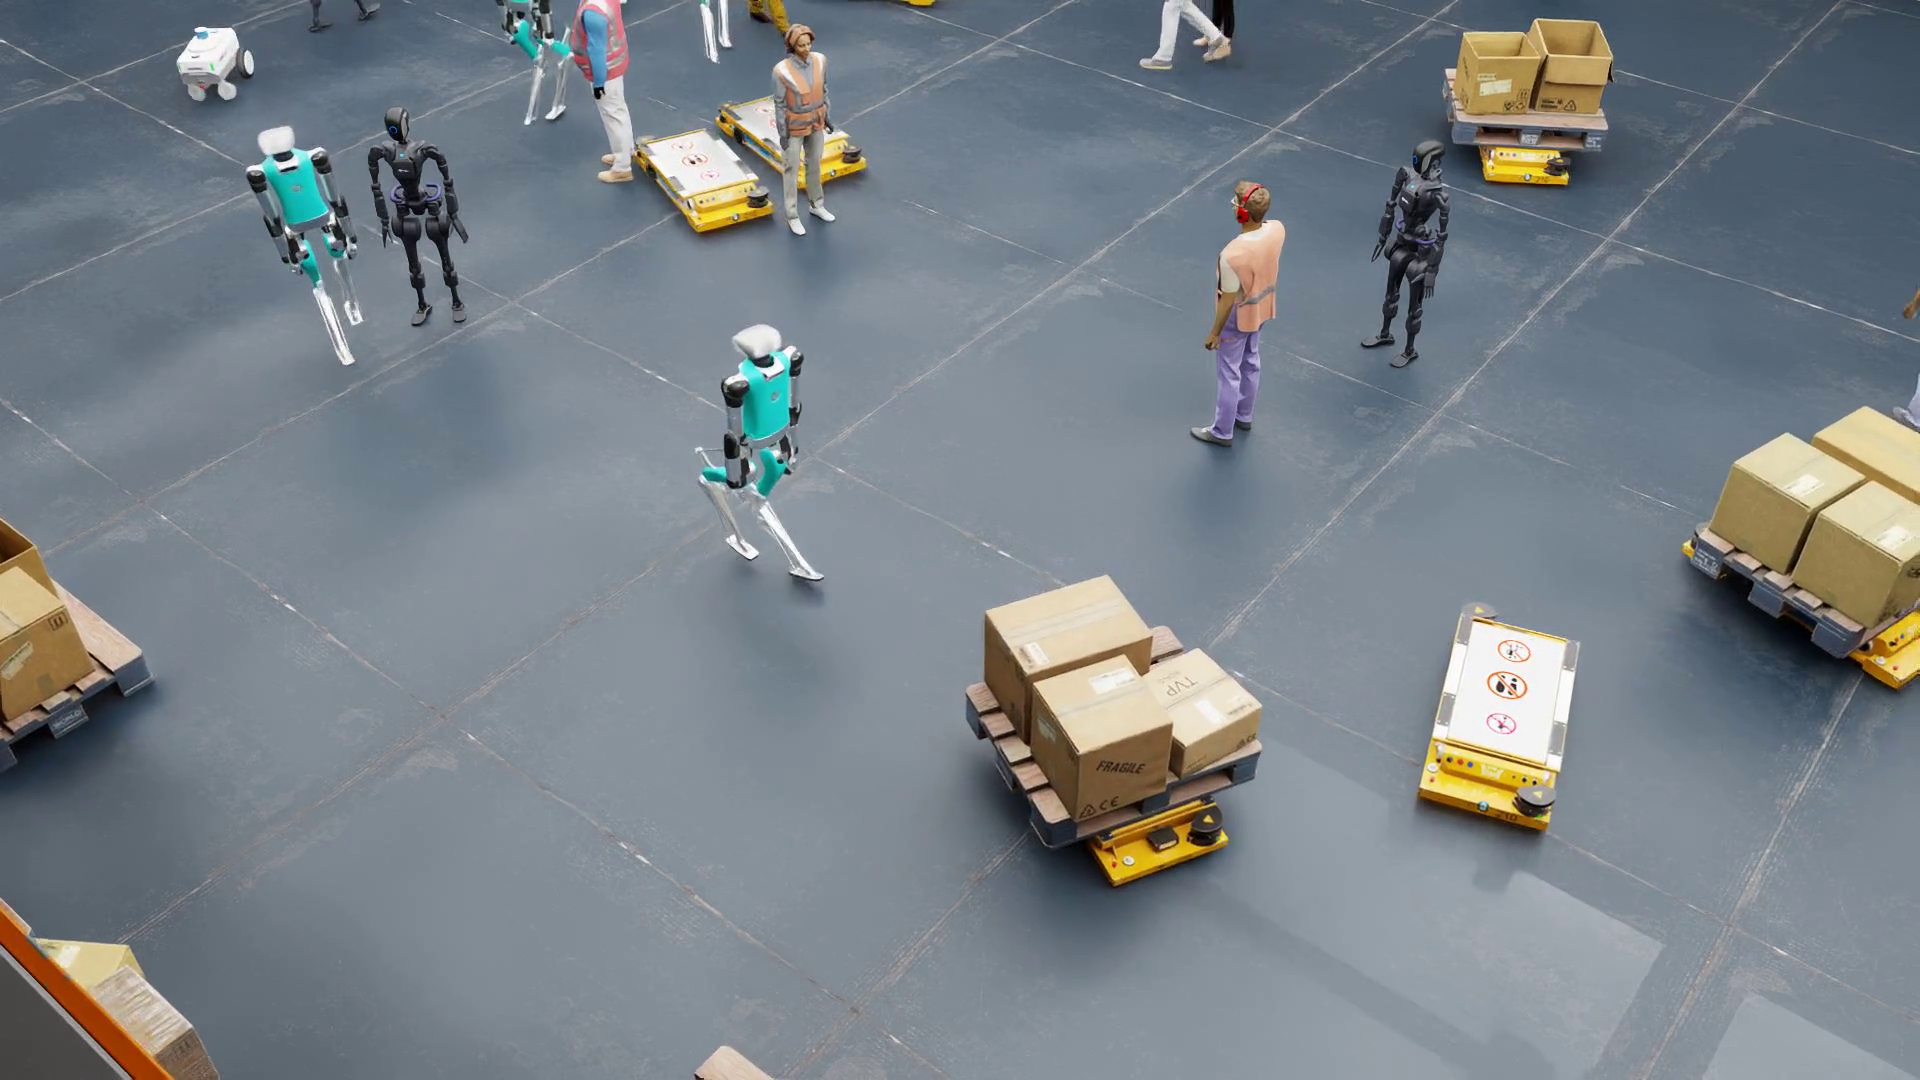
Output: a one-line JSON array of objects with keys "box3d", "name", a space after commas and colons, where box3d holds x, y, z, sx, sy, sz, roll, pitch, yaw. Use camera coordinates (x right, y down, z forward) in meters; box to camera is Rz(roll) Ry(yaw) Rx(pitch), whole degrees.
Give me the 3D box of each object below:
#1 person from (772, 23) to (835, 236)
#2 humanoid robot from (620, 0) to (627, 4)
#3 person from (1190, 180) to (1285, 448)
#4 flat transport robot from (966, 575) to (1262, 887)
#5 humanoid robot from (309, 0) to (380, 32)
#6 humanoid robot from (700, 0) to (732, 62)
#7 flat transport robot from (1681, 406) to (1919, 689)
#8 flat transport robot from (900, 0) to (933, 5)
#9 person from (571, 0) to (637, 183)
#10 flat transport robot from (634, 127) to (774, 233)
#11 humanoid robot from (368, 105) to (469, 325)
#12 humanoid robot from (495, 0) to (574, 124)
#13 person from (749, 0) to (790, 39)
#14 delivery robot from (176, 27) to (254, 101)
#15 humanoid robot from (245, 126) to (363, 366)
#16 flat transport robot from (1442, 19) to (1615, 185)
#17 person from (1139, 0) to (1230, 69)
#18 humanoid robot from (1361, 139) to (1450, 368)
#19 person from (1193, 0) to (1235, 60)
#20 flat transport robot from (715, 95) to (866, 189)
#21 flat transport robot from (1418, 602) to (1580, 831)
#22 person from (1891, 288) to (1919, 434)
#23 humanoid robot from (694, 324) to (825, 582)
[{"box3d": [-1.195, -3.154, 12.726, 0.514, 1.641, 0.308, -31, 49, -31], "name": "person"}, {"box3d": [-3.385, -5.976, 15.996, 0.882, 1.780, 0.543, -20, 44, -22], "name": "humanoid robot"}, {"box3d": [1.778, -1.405, 10.513, 0.390, 1.846, 0.565, 30, 49, 31], "name": "person"}, {"box3d": [0.766, 1.148, 8.728, 0.659, 0.231, 1.431, -16, 43, -18], "name": "flat transport robot"}, {"box3d": [-6.004, -5.667, 15.677, 0.601, 1.633, 0.704, 24, 46, 25], "name": "humanoid robot"}, {"box3d": [-2.267, -5.316, 15.200, 0.544, 1.797, 0.710, -11, 42, -13], "name": "humanoid robot"}, {"box3d": [5.052, 0.273, 9.757, 0.659, 0.231, 1.431, -24, 46, -26], "name": "flat transport robot"}, {"box3d": [-0.913, -5.642, 16.715, 1.431, 0.231, 0.659, 9, 41, 10], "name": "flat transport robot"}, {"box3d": [-2.861, -3.773, 13.313, 0.431, 1.837, 0.630, -2, 40, -2], "name": "person"}, {"box3d": [-2.112, -2.968, 13.570, 0.659, 0.231, 1.431, -20, 44, -22], "name": "flat transport robot"}, {"box3d": [-3.774, -2.267, 11.647, 0.599, 1.657, 0.315, -3, 40, -4], "name": "humanoid robot"}, {"box3d": [-3.564, -4.410, 14.134, 0.538, 1.798, 0.690, 17, 43, 19], "name": "humanoid robot"}, {"box3d": [-1.743, -5.548, 15.484, 0.918, 1.693, 0.550, 31, 49, 31], "name": "person"}, {"box3d": [-6.710, -4.310, 14.938, 0.522, 0.609, 0.780, -1, 40, -1], "name": "delivery robot"}, {"box3d": [-4.484, -2.125, 11.469, 0.580, 1.781, 0.898, -17, 43, -19], "name": "humanoid robot"}, {"box3d": [4.740, -3.444, 14.129, 0.659, 0.231, 1.431, 5, 41, 5], "name": "flat transport robot"}, {"box3d": [2.070, -5.109, 14.863, 0.709, 1.863, 0.581, 8, 41, 9], "name": "person"}, {"box3d": [3.061, -1.946, 11.269, 0.315, 1.657, 0.599, -19, 44, -21], "name": "humanoid robot"}, {"box3d": [2.396, -5.239, 15.138, 0.318, 1.696, 0.536, -10, 41, -12], "name": "person"}, {"box3d": [-1.451, -3.414, 14.094, 0.659, 0.231, 1.431, -24, 46, -26], "name": "flat transport robot"}, {"box3d": [2.935, 0.919, 8.997, 0.659, 0.231, 1.431, 14, 42, 16], "name": "flat transport robot"}, {"box3d": [6.393, -1.503, 10.645, 0.563, 1.821, 0.510, -7, 41, -8], "name": "person"}, {"box3d": [-1.217, -0.504, 9.539, 0.922, 1.770, 0.546, 31, 49, 31], "name": "humanoid robot"}]
